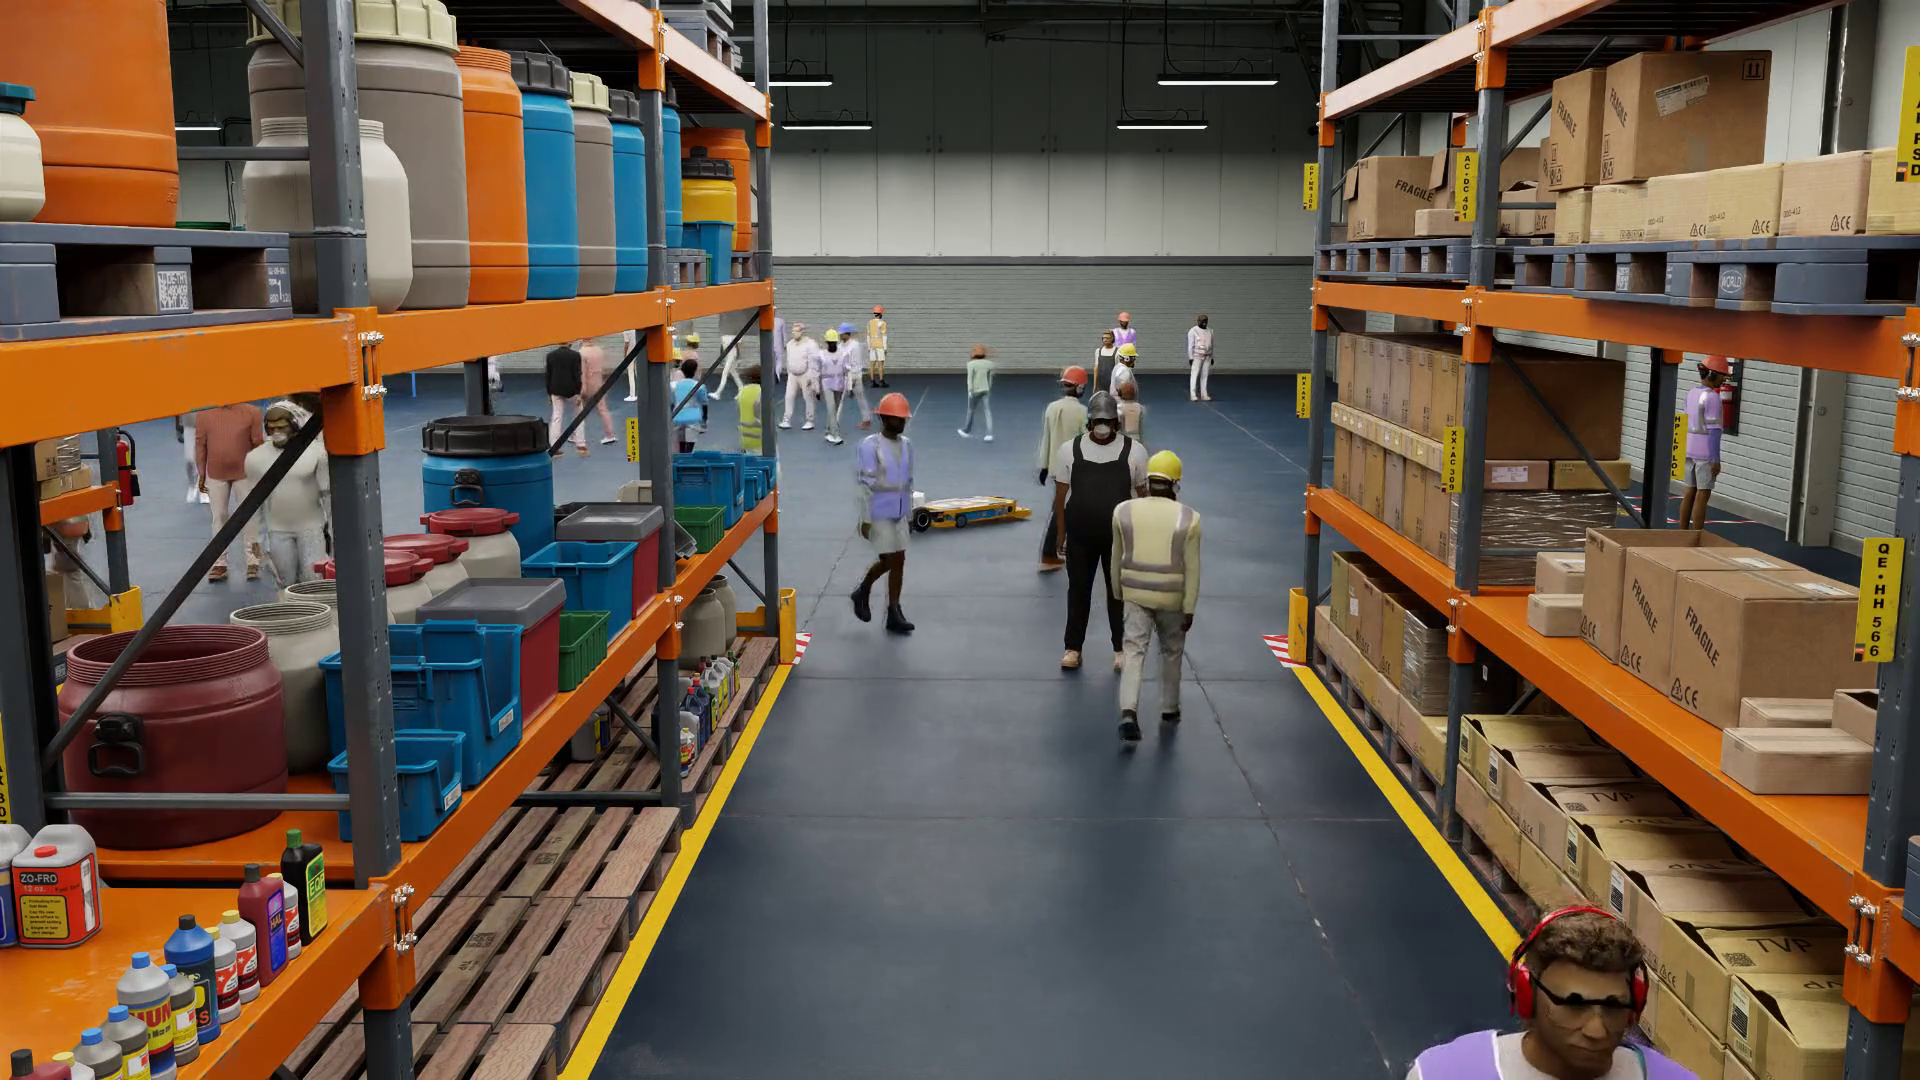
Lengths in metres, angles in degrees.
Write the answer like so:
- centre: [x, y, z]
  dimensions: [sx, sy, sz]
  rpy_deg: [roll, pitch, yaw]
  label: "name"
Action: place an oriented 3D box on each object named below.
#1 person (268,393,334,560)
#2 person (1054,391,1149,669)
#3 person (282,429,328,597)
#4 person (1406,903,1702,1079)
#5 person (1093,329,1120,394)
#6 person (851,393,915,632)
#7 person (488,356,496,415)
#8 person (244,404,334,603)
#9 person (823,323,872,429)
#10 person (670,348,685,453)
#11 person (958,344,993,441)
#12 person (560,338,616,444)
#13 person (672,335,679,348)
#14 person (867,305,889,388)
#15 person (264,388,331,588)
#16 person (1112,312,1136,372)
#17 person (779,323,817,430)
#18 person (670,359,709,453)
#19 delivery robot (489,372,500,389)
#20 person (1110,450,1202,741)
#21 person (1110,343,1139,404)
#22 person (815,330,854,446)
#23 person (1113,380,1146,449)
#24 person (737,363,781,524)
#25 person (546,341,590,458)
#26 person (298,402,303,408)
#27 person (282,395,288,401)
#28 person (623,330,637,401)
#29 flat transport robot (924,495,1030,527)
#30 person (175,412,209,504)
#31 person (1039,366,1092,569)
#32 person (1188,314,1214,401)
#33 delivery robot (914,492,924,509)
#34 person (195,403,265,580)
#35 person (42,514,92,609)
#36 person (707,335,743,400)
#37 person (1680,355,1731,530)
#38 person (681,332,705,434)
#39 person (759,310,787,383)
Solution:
- centre: [-6.563, -0.737, 16.625]
  dimensions: [0.870, 1.850, 0.610]
  rpy_deg: [-9, 13, -44]
  label: "person"
- centre: [1.020, -0.050, 12.070]
  dimensions: [0.688, 2.000, 0.539]
  rpy_deg: [1, 10, 8]
  label: "person"
- centre: [-5.385, -0.107, 13.523]
  dimensions: [0.364, 1.617, 0.531]
  rpy_deg: [1, 10, 8]
  label: "person"
- centre: [1.086, 1.527, 3.146]
  dimensions: [0.575, 1.826, 0.773]
  rpy_deg: [1, 10, 8]
  label: "person"
- centre: [2.451, -2.569, 27.617]
  dimensions: [0.508, 1.846, 0.345]
  rpy_deg: [5, 11, 26]
  label: "person"
- centre: [-0.594, -0.224, 13.338]
  dimensions: [0.503, 1.924, 0.570]
  rpy_deg: [9, 13, 43]
  label: "person"
- centre: [-8.452, -2.917, 29.452]
  dimensions: [0.400, 1.926, 0.567]
  rpy_deg: [3, 10, 16]
  label: "person"
- centre: [-4.922, -0.043, 12.266]
  dimensions: [0.645, 1.917, 0.506]
  rpy_deg: [-2, 10, -9]
  label: "person"
- centre: [-1.963, -2.870, 29.300]
  dimensions: [1.014, 1.898, 0.615]
  rpy_deg: [-9, 13, -43]
  label: "person"
- centre: [-4.232, -1.931, 24.177]
  dimensions: [0.538, 1.733, 0.851]
  rpy_deg: [-9, 13, -42]
  label: "person"
- centre: [0.299, -2.463, 27.749]
  dimensions: [0.533, 1.584, 0.851]
  rpy_deg: [-6, 11, -32]
  label: "person"
- centre: [-6.080, -2.493, 27.155]
  dimensions: [1.021, 1.853, 0.657]
  rpy_deg: [5, 11, 27]
  label: "person"
- centre: [-6.630, -4.137, 37.713]
  dimensions: [0.519, 1.613, 0.714]
  rpy_deg: [1, 10, 4]
  label: "person"
- centre: [-1.941, -4.581, 39.388]
  dimensions: [0.545, 1.939, 0.373]
  rpy_deg: [7, 12, 35]
  label: "person"
- centre: [-5.754, -0.489, 14.629]
  dimensions: [0.606, 2.021, 0.612]
  rpy_deg: [-1, 10, -6]
  label: "person"
- centre: [3.440, -3.862, 35.140]
  dimensions: [0.549, 1.925, 0.627]
  rpy_deg: [0, 9, -1]
  label: "person"
- centre: [-2.873, -2.863, 29.313]
  dimensions: [0.647, 1.874, 0.896]
  rpy_deg: [5, 11, 26]
  label: "person"
- centre: [-3.609, -1.587, 22.279]
  dimensions: [0.543, 1.651, 0.842]
  rpy_deg: [2, 10, 13]
  label: "person"
- centre: [-10.756, -3.717, 38.198]
  dimensions: [0.477, 0.478, 0.707]
  rpy_deg: [-2, 10, -14]
  label: "delivery robot"
- centre: [1.198, 0.340, 10.336]
  dimensions: [0.585, 1.806, 0.863]
  rpy_deg: [3, 10, 17]
  label: "person"
- centre: [2.311, -1.850, 23.386]
  dimensions: [0.403, 1.824, 0.596]
  rpy_deg: [-1, 10, -5]
  label: "person"
- centre: [-2.062, -2.493, 27.129]
  dimensions: [0.590, 1.863, 1.042]
  rpy_deg: [-5, 11, -26]
  label: "person"
- centre: [1.818, -1.008, 18.966]
  dimensions: [0.519, 1.616, 0.681]
  rpy_deg: [-6, 11, -34]
  label: "person"
- centre: [-2.285, -1.081, 18.738]
  dimensions: [0.528, 1.828, 0.648]
  rpy_deg: [-9, 13, -43]
  label: "person"
- centre: [-6.021, -2.257, 25.449]
  dimensions: [0.627, 1.947, 0.802]
  rpy_deg: [2, 10, 15]
  label: "person"
- centre: [-7.511, -1.214, 19.318]
  dimensions: [0.652, 1.906, 0.403]
  rpy_deg: [2, 10, 12]
  label: "person"
- centre: [-9.808, -2.081, 24.748]
  dimensions: [0.675, 1.822, 0.630]
  rpy_deg: [-3, 10, -17]
  label: "person"
- centre: [-7.012, -3.917, 35.620]
  dimensions: [0.329, 1.872, 0.508]
  rpy_deg: [7, 12, 37]
  label: "person"
- centre: [0.062, -0.336, 19.076]
  dimensions: [1.431, 0.197, 0.652]
  rpy_deg: [-8, 12, -39]
  label: "flat transport robot"
- centre: [-9.340, -1.371, 20.391]
  dimensions: [0.503, 1.859, 0.486]
  rpy_deg: [-4, 10, -25]
  label: "person"
- centre: [1.150, -0.715, 16.201]
  dimensions: [1.023, 1.941, 0.653]
  rpy_deg: [-7, 12, -36]
  label: "person"
- centre: [5.179, -3.907, 35.642]
  dimensions: [0.633, 1.841, 0.429]
  rpy_deg: [-4, 10, -25]
  label: "person"
- centre: [-0.747, -0.401, 18.336]
  dimensions: [0.707, 0.478, 0.477]
  rpy_deg: [-8, 12, -39]
  label: "delivery robot"
- centre: [-6.806, -0.620, 15.525]
  dimensions: [0.611, 1.985, 0.393]
  rpy_deg: [-2, 10, -11]
  label: "person"
- centre: [-7.143, -0.043, 13.168]
  dimensions: [0.531, 1.608, 0.550]
  rpy_deg: [-1, 10, -6]
  label: "person"
- centre: [-5.020, -3.921, 35.787]
  dimensions: [0.996, 1.818, 0.547]
  rpy_deg: [-7, 12, -35]
  label: "person"
- centre: [7.549, -0.864, 16.845]
  dimensions: [0.392, 2.034, 0.605]
  rpy_deg: [0, 9, -2]
  label: "person"
- centre: [-4.639, -2.700, 28.651]
  dimensions: [0.552, 1.753, 0.421]
  rpy_deg: [9, 13, 43]
  label: "person"
- centre: [-4.548, -4.745, 40.514]
  dimensions: [0.684, 1.888, 0.709]
  rpy_deg: [1, 9, 3]
  label: "person"
